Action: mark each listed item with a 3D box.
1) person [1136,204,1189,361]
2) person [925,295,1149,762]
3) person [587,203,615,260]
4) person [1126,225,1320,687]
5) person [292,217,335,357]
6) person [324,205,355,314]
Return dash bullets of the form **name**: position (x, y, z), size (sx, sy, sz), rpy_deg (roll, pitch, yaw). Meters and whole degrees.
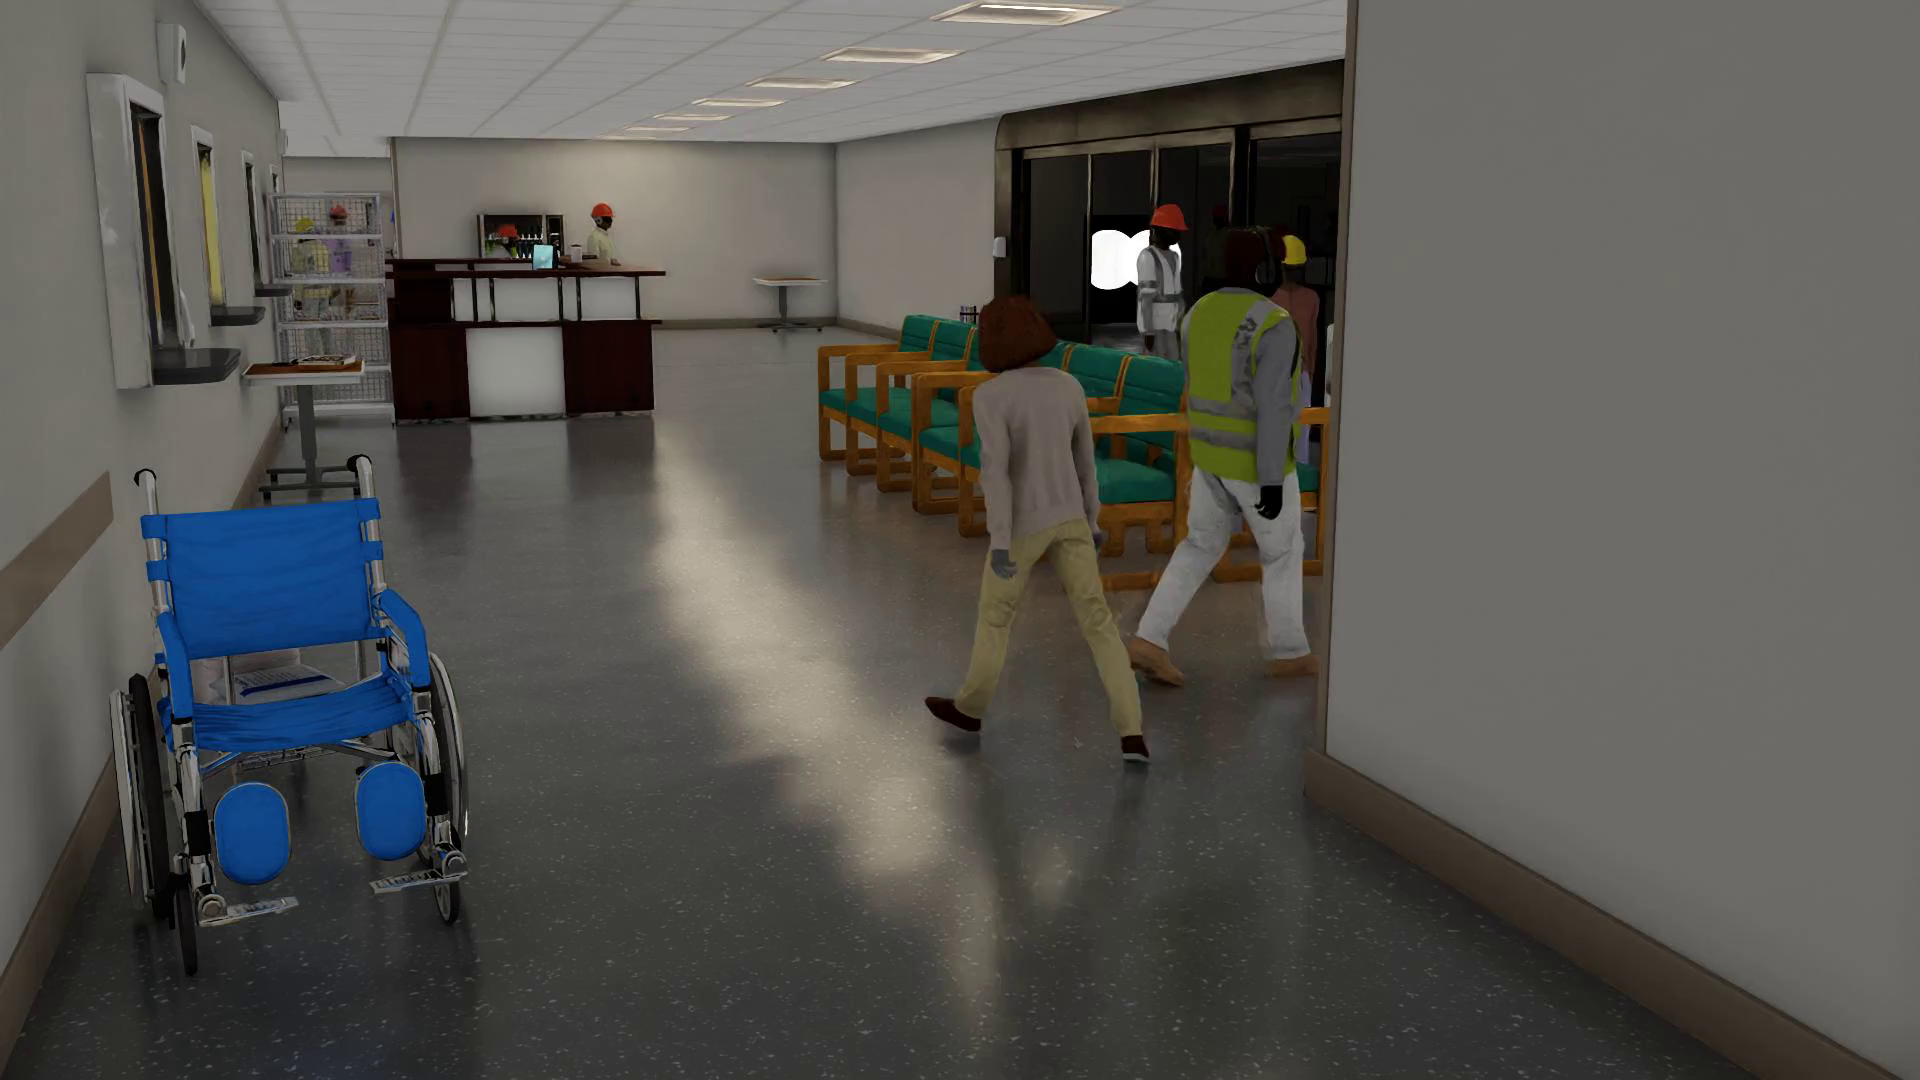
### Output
- **person**: position (1.645, -1.715, 13.343), size (0.404, 1.923, 0.624), rpy_deg (9, 14, 38)
- **person**: position (0.294, -0.036, 5.648), size (0.552, 1.569, 0.925), rpy_deg (-8, 14, -35)
- **person**: position (-4.540, -3.280, 21.189), size (0.388, 1.996, 0.612), rpy_deg (1, 11, 5)
- **person**: position (1.046, -0.308, 6.456), size (0.906, 1.812, 0.636), rpy_deg (-6, 13, -29)
- **person**: position (-7.736, -2.929, 19.858), size (0.416, 1.822, 0.599), rpy_deg (4, 12, 19)
- **person**: position (-10.336, -4.524, 27.554), size (0.605, 2.019, 0.834), rpy_deg (6, 12, 27)
